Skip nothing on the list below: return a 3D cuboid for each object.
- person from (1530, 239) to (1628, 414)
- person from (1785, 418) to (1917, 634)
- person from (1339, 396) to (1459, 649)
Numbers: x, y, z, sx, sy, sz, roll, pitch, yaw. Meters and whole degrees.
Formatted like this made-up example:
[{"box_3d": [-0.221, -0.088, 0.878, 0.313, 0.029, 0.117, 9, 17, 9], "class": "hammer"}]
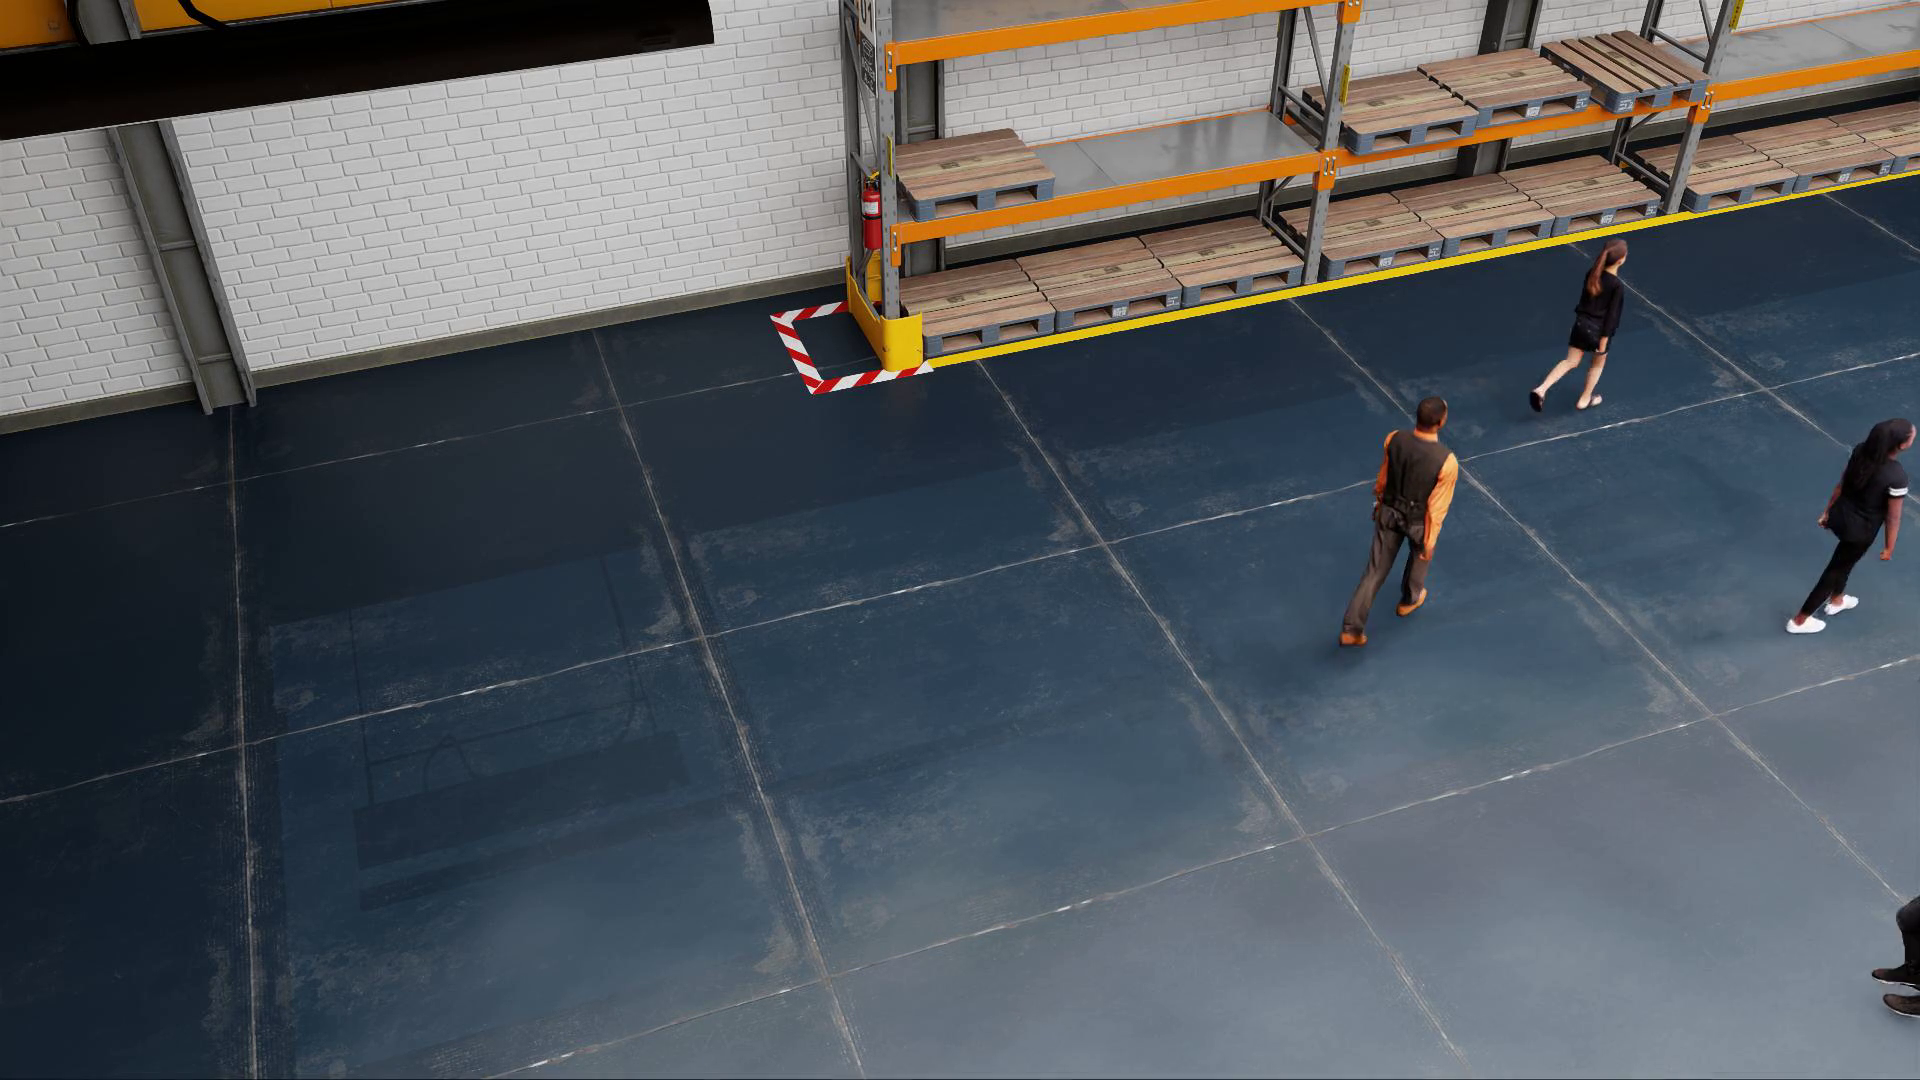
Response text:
[{"box_3d": [4.912, -1.636, 13.063, 0.998, 1.533, 0.655, -20, 43, -23], "class": "person"}, {"box_3d": [5.814, -0.063, 10.950, 0.875, 1.711, 0.683, -8, 39, -10], "class": "person"}, {"box_3d": [2.849, -0.071, 10.832, 1.094, 1.871, 1.345, 29, 47, 31], "class": "person"}]
